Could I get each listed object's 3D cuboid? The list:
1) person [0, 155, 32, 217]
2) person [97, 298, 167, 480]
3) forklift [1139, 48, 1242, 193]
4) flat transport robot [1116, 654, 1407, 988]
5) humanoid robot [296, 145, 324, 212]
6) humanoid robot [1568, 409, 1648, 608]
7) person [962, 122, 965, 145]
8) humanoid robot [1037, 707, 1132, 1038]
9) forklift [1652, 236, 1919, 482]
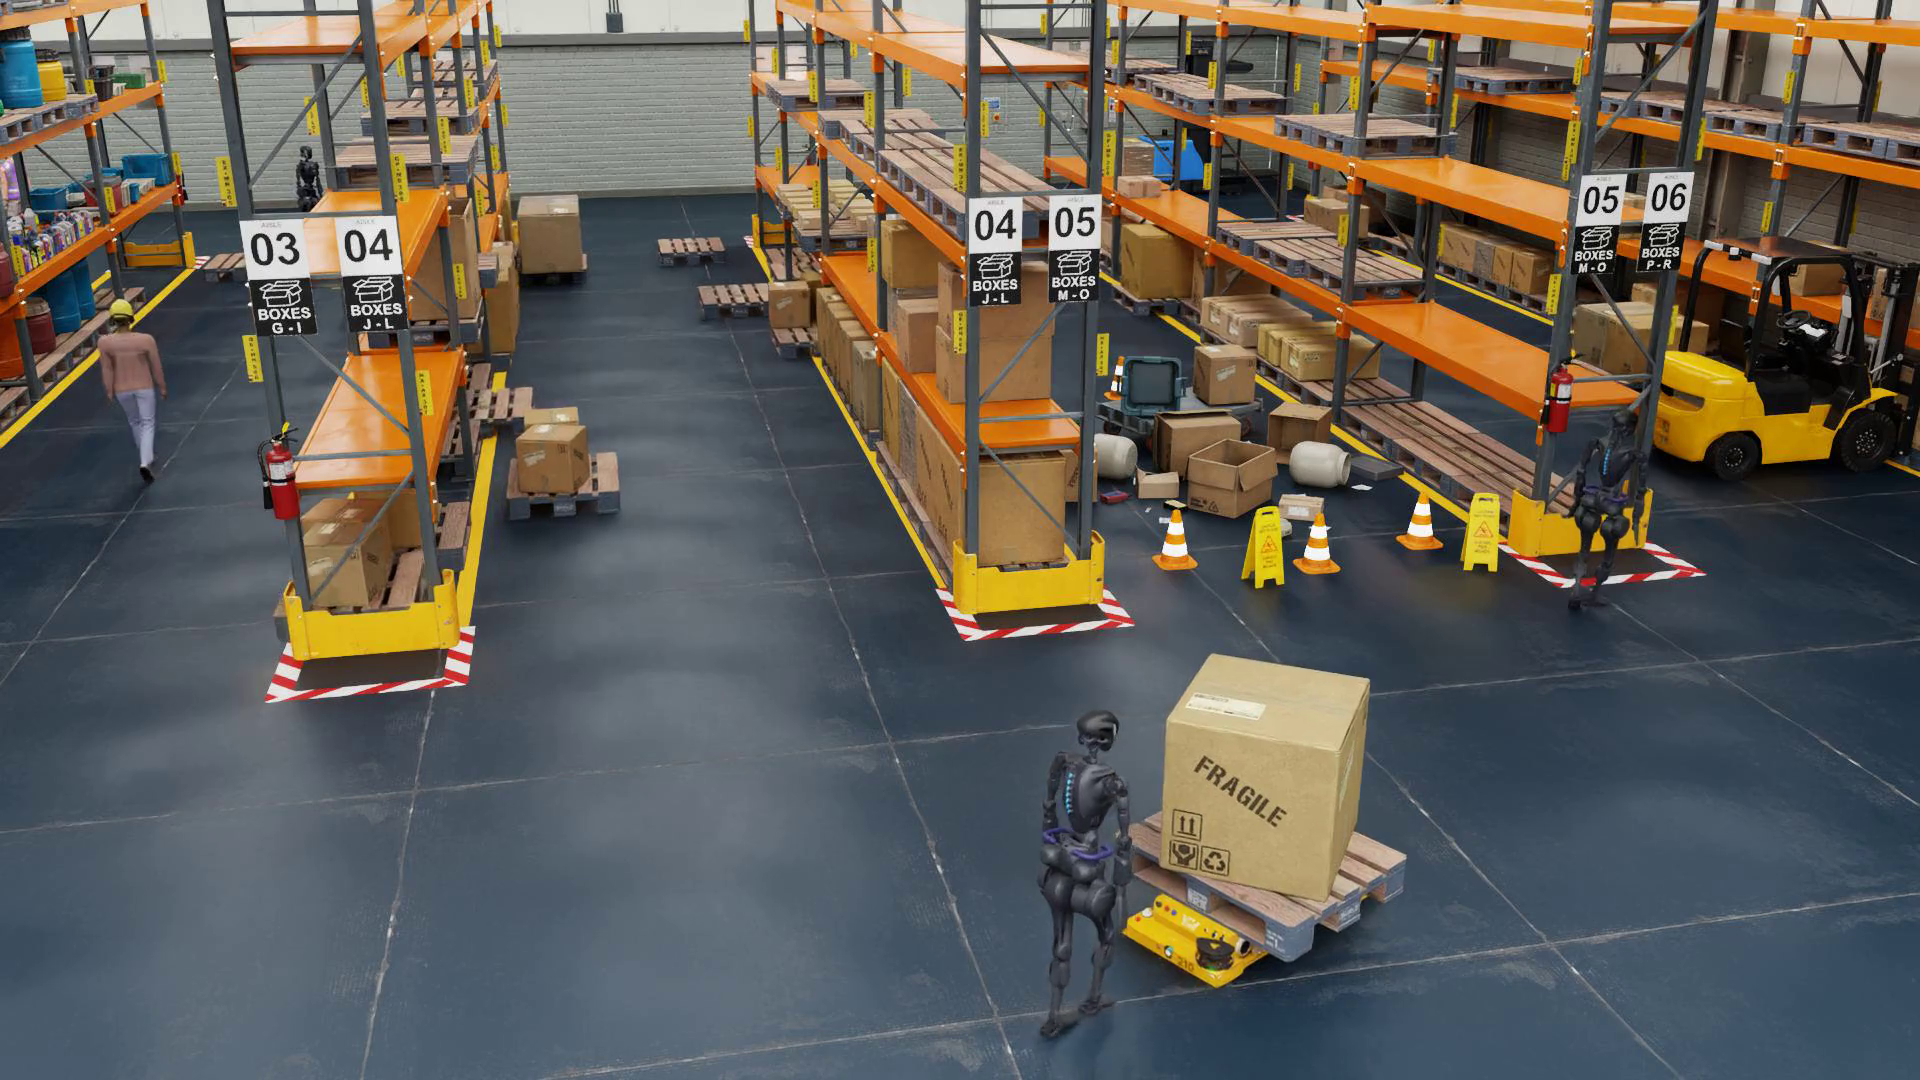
[{"bbox_3d":[-15.367,-5.564,27.149,0.347,1.688,0.491,11,23,28],"label":"person"},{"bbox_3d":[-7.945,-1.449,15.995,0.528,1.738,0.802,-4,21,-11],"label":"person"},{"bbox_3d":[4.566,-8.313,32.860,1.873,2.768,1.129,-4,21,-12],"label":"forklift"},{"bbox_3d":[1.592,1.928,9.011,1.431,0.231,0.659,-17,26,-39],"label":"flat transport robot"},{"bbox_3d":[-10.752,-5.676,27.458,0.383,1.644,0.590,7,21,18],"label":"humanoid robot"},{"bbox_3d":[4.949,-0.225,12.819,0.492,1.637,0.611,-17,26,-38],"label":"humanoid robot"},{"bbox_3d":[0.170,-6.996,30.988,0.317,1.694,0.539,-1,20,-1],"label":"person"},{"bbox_3d":[0.556,1.589,7.923,0.454,1.640,0.593,-18,27,-40],"label":"humanoid robot"},{"bbox_3d":[8.013,-1.814,16.330,2.313,2.155,1.214,-4,21,-12],"label":"forklift"}]
